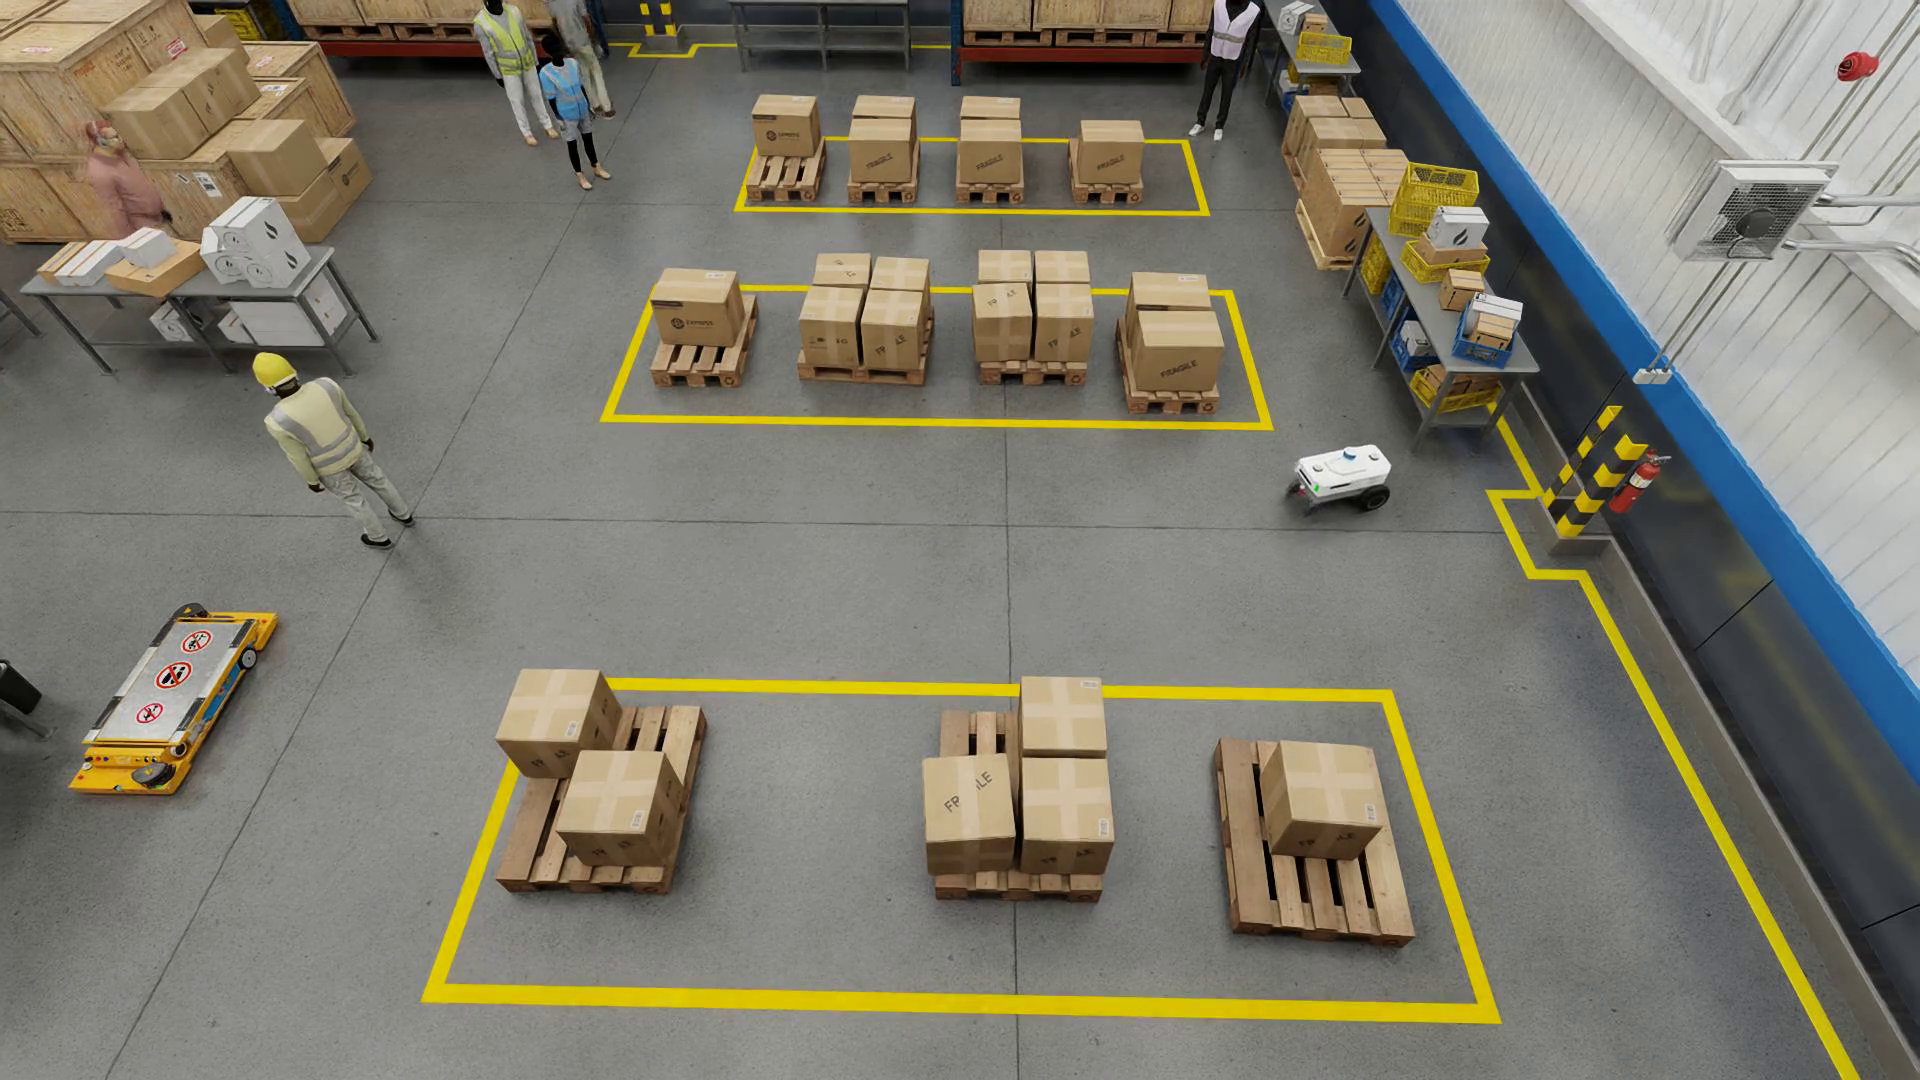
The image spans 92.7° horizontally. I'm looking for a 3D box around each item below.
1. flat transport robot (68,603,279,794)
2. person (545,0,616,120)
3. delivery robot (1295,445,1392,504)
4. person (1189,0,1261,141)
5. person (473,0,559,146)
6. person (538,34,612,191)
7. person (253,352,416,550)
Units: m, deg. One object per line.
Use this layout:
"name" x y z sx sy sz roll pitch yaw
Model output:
"flat transport robot" -5.504 1.072 6.442 0.652 0.197 1.431 1 50 1
"person" -4.851 -6.357 11.711 0.578 1.842 0.411 5 50 4
"delivery robot" 3.160 -0.566 7.584 0.707 0.478 0.477 -11 51 -9
"person" 3.276 -5.955 11.316 0.592 1.920 0.392 21 53 17
"person" -5.450 -5.807 11.251 0.431 1.836 0.619 36 59 27
"person" -4.474 -4.944 10.603 0.320 1.698 0.531 28 55 22
"person" -4.702 -0.648 6.881 0.404 1.831 0.600 17 52 14
